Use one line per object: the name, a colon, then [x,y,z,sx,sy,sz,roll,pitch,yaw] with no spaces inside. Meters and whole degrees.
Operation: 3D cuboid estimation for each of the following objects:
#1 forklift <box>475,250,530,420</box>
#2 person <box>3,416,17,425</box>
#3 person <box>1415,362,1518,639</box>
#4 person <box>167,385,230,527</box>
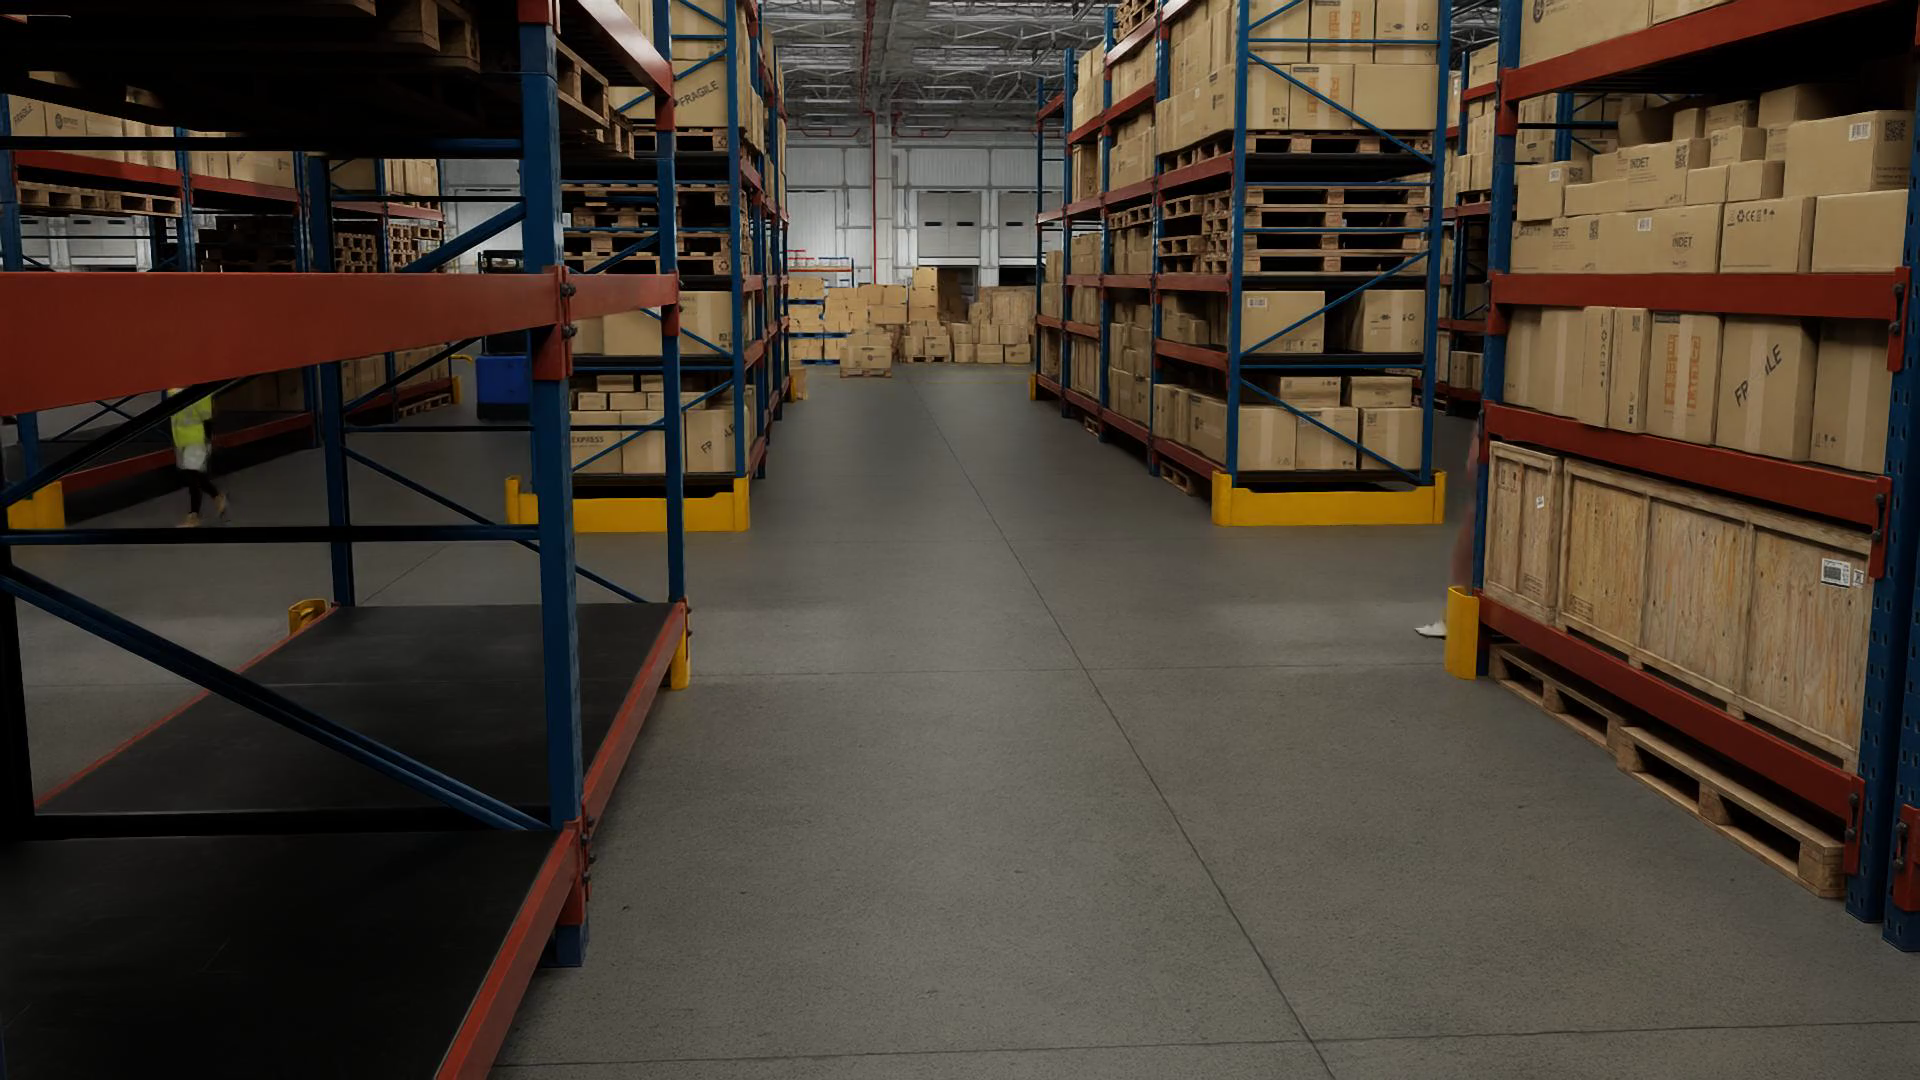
forklift: [-7.430,-3.457,27.838,1.129,2.768,1.873,-1,9,-4]
person: [-15.377,-2.794,26.699,0.552,1.917,0.494,4,10,22]
person: [3.349,-0.226,10.684,0.840,1.873,0.664,-1,9,-4]
person: [-7.234,-0.942,15.799,0.541,1.685,0.630,5,10,27]
